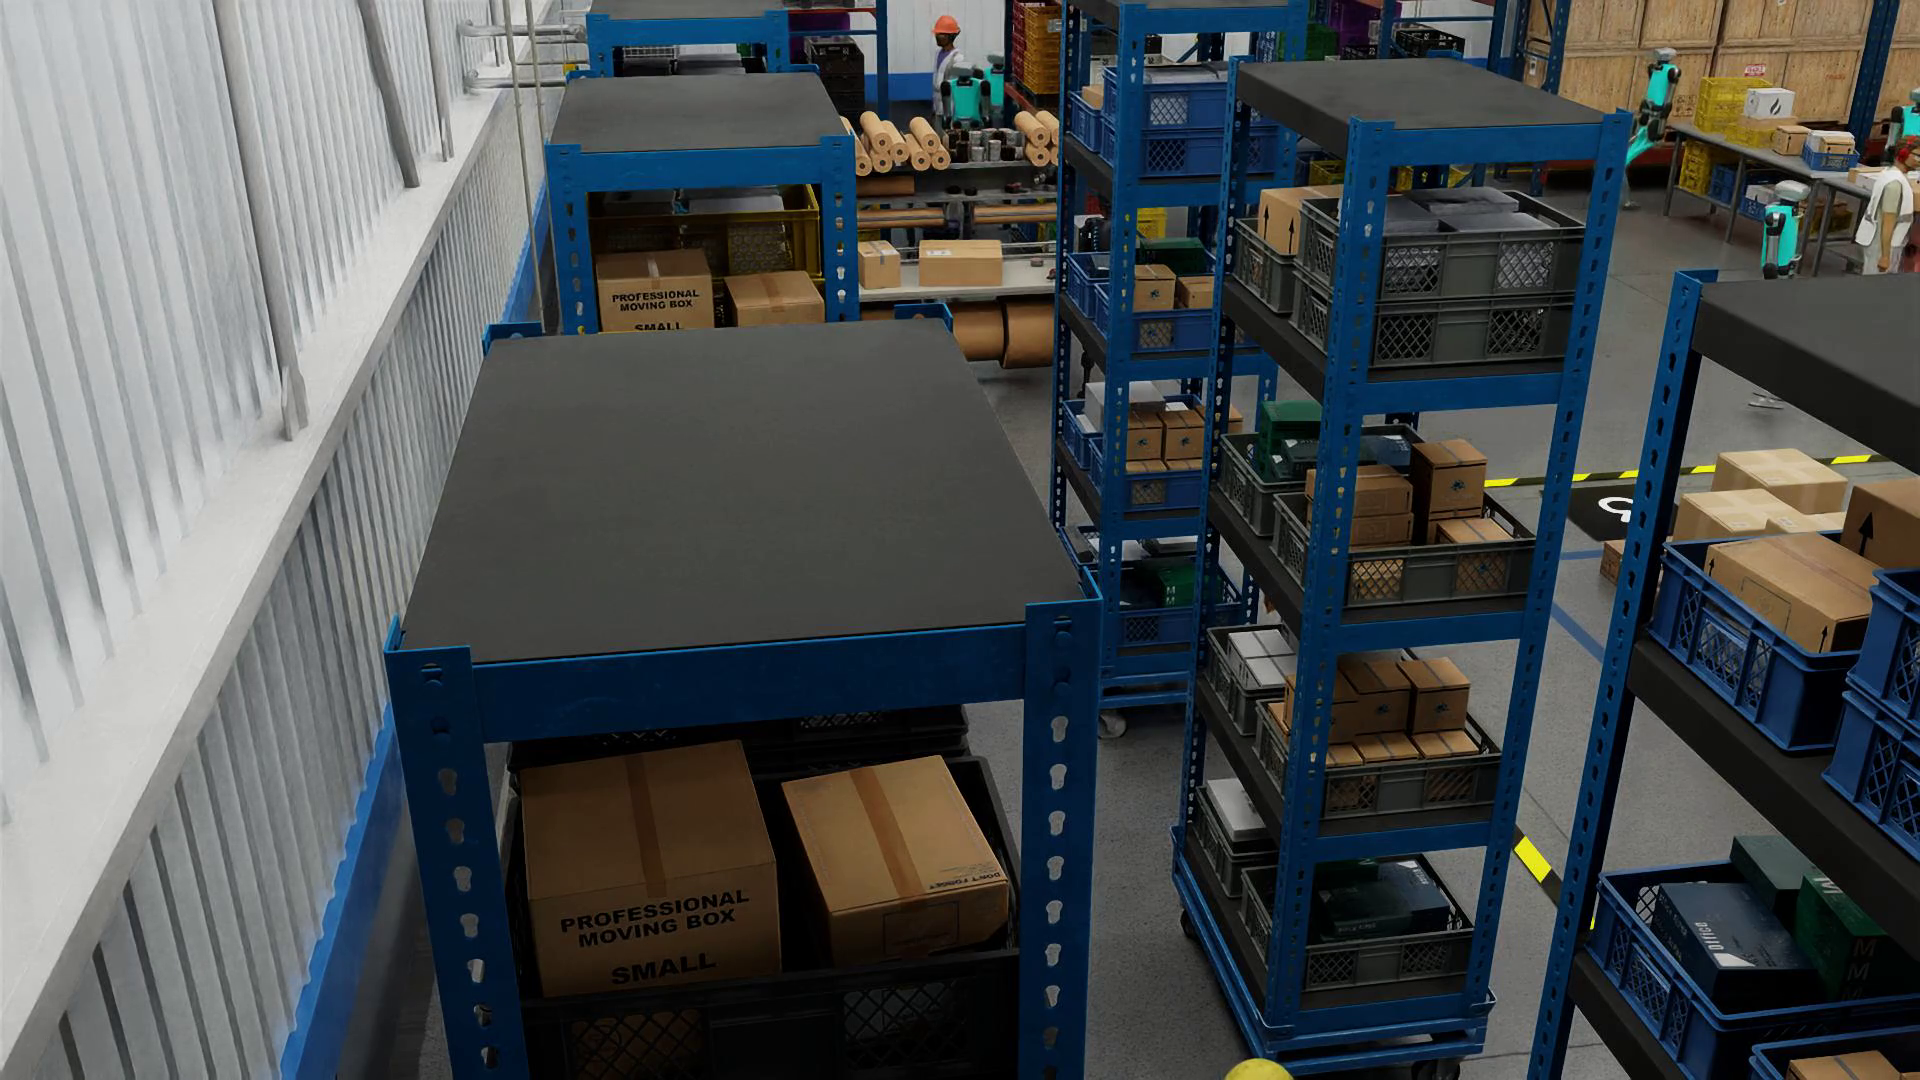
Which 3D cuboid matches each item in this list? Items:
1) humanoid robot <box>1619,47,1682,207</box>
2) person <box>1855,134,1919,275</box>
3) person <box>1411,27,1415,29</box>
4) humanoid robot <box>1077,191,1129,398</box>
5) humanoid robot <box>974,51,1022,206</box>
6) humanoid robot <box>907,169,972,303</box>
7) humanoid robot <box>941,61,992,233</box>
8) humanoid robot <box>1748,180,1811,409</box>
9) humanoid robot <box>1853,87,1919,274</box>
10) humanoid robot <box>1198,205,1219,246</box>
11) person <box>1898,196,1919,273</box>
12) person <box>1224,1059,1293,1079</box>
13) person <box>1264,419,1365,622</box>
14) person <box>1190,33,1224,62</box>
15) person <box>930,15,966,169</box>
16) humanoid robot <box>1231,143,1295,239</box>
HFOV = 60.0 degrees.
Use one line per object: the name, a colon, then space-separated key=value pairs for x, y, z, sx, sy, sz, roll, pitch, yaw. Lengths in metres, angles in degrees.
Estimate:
humanoid robot: x=7.412 y=-4.435 z=18.319 sx=0.737 sy=1.899 sz=0.551 roll=-3 pitch=25 yaw=-7
person: x=7.541 y=-2.399 z=13.634 sx=0.388 sy=1.837 sz=0.564 roll=11 pitch=27 yaw=22
person: x=5.201 y=-5.003 z=19.299 sx=0.619 sy=1.838 sz=0.430 roll=-7 pitch=26 yaw=-15
humanoid robot: x=1.101 y=-1.879 z=12.681 sx=0.315 sy=1.655 sz=0.599 roll=-22 pitch=33 yaw=-39
humanoid robot: x=0.407 y=-4.301 z=17.936 sx=0.530 sy=1.803 sz=0.797 roll=0 pitch=25 yaw=0
humanoid robot: x=-0.151 y=-2.547 z=14.164 sx=0.606 sy=1.635 sz=0.455 roll=5 pitch=25 yaw=11
humanoid robot: x=0.036 y=-4.010 z=17.275 sx=0.553 sy=1.811 sz=0.672 roll=4 pitch=25 yaw=10
humanoid robot: x=6.196 y=-1.773 z=12.234 sx=0.735 sy=1.677 sz=0.533 roll=17 pitch=30 yaw=32
humanoid robot: x=8.939 y=-3.375 z=15.870 sx=0.562 sy=1.779 sz=0.775 roll=21 pitch=32 yaw=39
humanoid robot: x=2.506 y=-3.722 z=16.711 sx=0.421 sy=1.636 sz=0.601 roll=7 pitch=26 yaw=16
person: x=8.115 y=-2.578 z=13.933 sx=0.600 sy=1.906 sz=0.461 roll=-21 pitch=32 yaw=-38
person: x=0.691 y=2.018 z=4.155 sx=0.484 sy=1.735 sz=0.306 roll=7 pitch=26 yaw=15
person: x=1.747 y=0.204 z=7.959 sx=0.595 sy=1.850 sz=0.398 roll=-1 pitch=25 yaw=-3
person: x=2.780 y=-4.918 z=19.081 sx=0.511 sy=1.866 sz=0.333 roll=-16 pitch=29 yaw=-31
person: x=-0.156 y=-4.836 z=18.685 sx=0.364 sy=2.048 sz=0.607 roll=-13 pitch=28 yaw=-27
humanoid robot: x=2.758 y=-2.915 z=15.014 sx=0.607 sy=1.630 sz=0.792 roll=9 pitch=26 yaw=18
